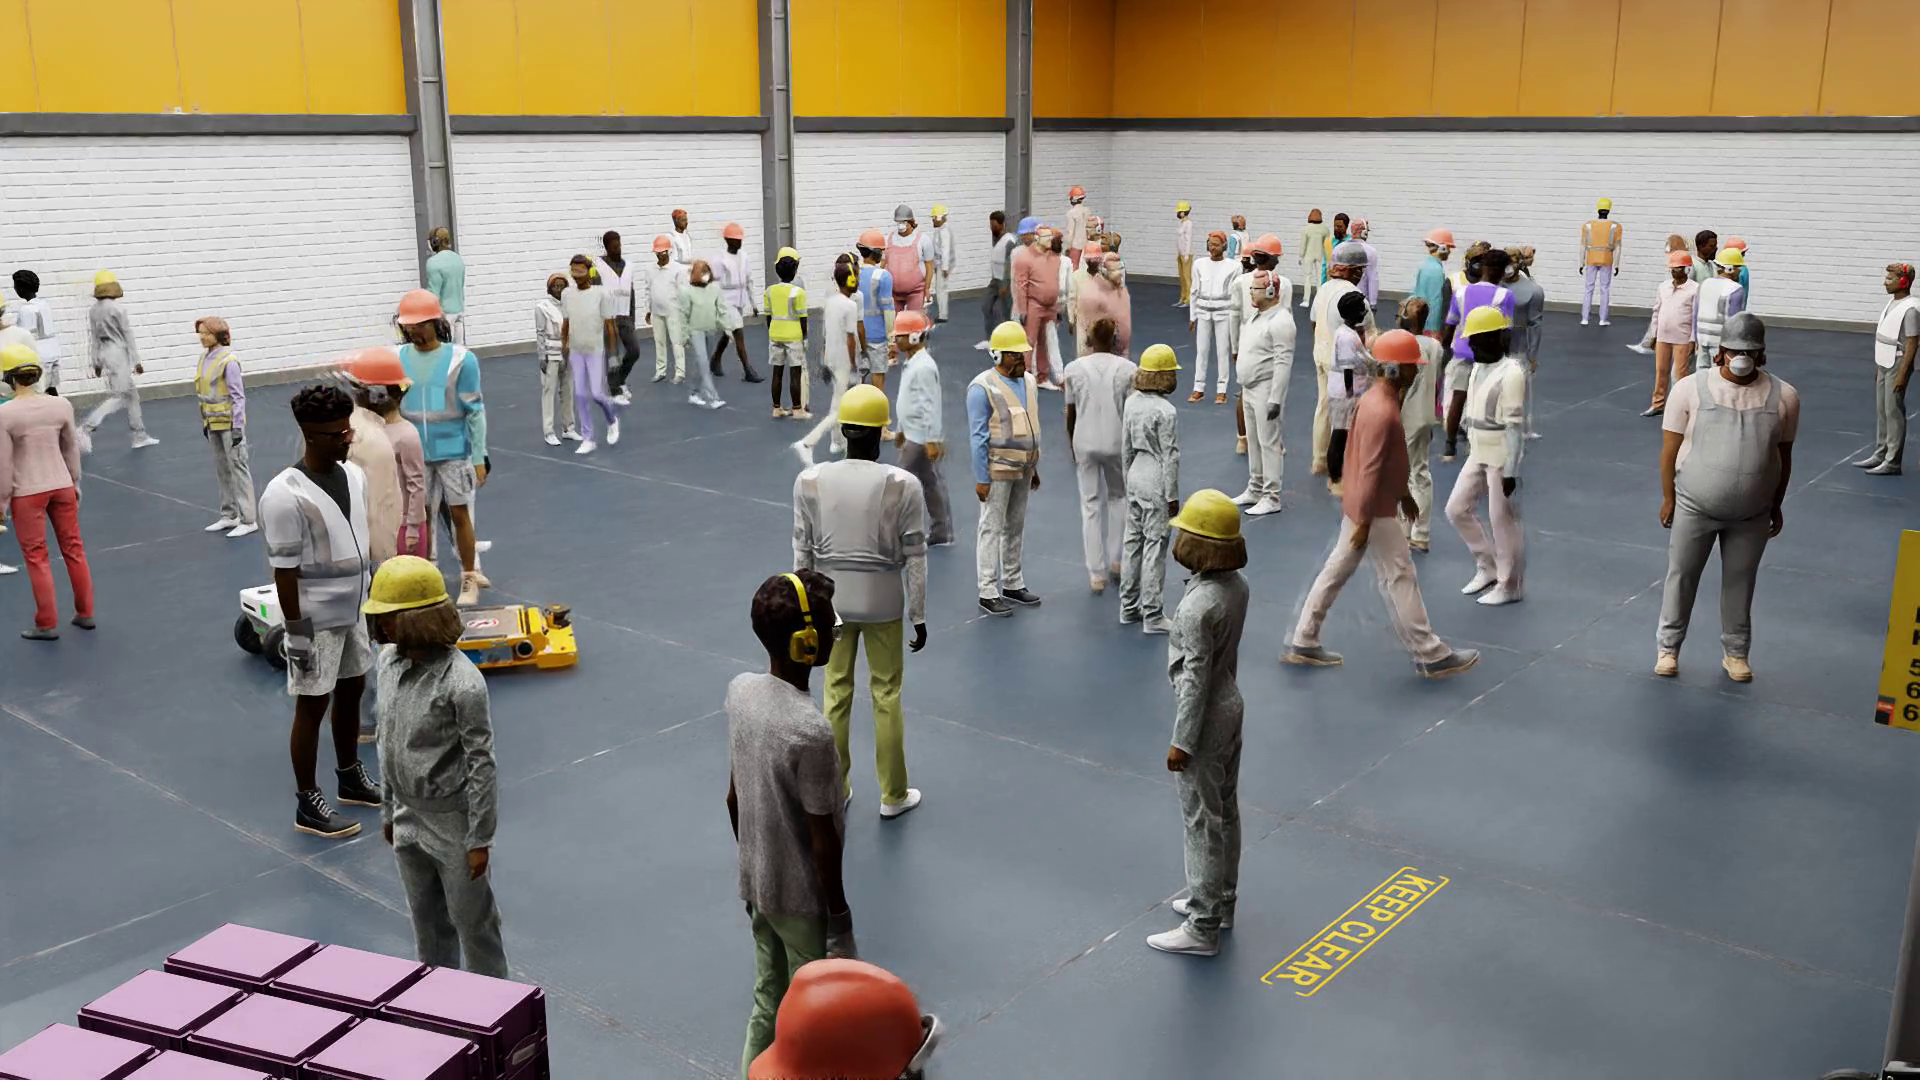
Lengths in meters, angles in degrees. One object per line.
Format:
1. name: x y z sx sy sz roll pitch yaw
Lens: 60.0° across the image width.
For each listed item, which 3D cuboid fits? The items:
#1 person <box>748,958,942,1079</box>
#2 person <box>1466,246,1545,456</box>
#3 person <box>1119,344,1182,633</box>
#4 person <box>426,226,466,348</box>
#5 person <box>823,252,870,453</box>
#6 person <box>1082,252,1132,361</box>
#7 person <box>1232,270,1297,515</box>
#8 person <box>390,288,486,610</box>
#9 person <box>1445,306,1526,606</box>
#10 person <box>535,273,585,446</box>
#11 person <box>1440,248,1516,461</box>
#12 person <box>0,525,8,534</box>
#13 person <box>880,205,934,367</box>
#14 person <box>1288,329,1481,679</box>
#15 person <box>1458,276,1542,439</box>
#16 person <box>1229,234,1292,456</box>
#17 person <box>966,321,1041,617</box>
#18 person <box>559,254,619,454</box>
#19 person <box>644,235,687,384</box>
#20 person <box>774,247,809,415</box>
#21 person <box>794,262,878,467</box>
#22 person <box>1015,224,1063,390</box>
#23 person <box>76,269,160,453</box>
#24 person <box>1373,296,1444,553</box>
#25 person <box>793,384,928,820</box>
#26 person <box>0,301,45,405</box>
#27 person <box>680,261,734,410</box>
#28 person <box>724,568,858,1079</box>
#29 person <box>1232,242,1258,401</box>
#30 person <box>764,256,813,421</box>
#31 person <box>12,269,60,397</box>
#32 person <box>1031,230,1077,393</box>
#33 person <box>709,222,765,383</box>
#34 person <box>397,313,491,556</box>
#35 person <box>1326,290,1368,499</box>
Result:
1. person: -0.145 1.507 2.768 0.378 1.740 0.574 -1 14 -4
2. person: 4.978 -1.714 15.229 0.629 1.940 0.379 6 15 24
3. person: 1.170 -0.312 10.022 0.297 1.743 0.493 -8 16 -28
4. person: -5.631 -2.466 18.266 0.367 1.934 0.630 3 14 14
5. person: -1.032 -1.715 15.374 0.533 1.870 0.315 12 19 40
6. person: 1.325 -1.735 15.439 0.568 1.880 0.653 9 17 32
7. person: 2.365 -1.157 13.071 0.409 1.907 0.649 -3 14 -12
8. person: -3.283 -0.553 10.384 0.616 2.041 0.397 0 14 1
9. person: 3.379 -0.524 10.548 0.490 1.895 0.721 -2 14 -9
10. person: -3.834 -1.737 15.935 0.315 1.636 0.514 10 17 35
11. person: 4.711 -1.687 15.164 0.687 1.962 0.565 11 18 38
12. person: -7.268 -0.823 12.163 0.318 1.697 0.534 -4 15 -16
13. person: -0.698 -3.181 20.884 0.689 2.000 0.538 4 15 14
14. person: 2.347 -0.196 9.184 1.051 1.935 0.623 2 14 8
15. person: 5.237 -1.746 16.045 0.846 1.596 0.535 -4 14 -14
16. person: 2.764 -1.771 15.246 0.609 2.043 0.397 11 18 37
17. person: 0.301 -0.450 10.394 0.404 1.832 0.594 11 18 38
18. person: -3.464 -1.741 15.509 0.532 1.852 0.476 4 15 15
19. person: -3.481 -2.718 19.636 0.568 1.744 0.349 6 15 24
20. person: -1.768 -2.195 17.517 0.341 1.760 0.525 1 14 4
21. person: -1.097 -1.527 14.694 0.759 1.841 0.550 -8 16 -28
22. person: 0.929 -2.638 18.983 0.642 1.912 0.399 -11 18 -38
23. person: -7.955 -1.663 15.520 0.481 1.696 0.781 10 17 34
24. person: 3.172 -0.794 11.742 0.508 1.844 0.332 -11 18 -36
25. person: -0.425 0.278 7.294 0.593 1.925 0.384 3 14 12
26. person: -7.591 -1.099 13.176 0.550 1.748 0.627 -2 14 -9
27. person: -2.727 -2.199 17.867 0.518 1.585 0.843 -13 19 -42
28. person: -0.442 0.991 4.584 0.326 1.861 0.518 -11 18 -37
29. person: 3.205 -2.403 18.357 0.342 1.751 0.563 0 14 1
30. person: -1.777 -2.076 17.166 0.535 1.697 0.318 8 16 30
31. person: -8.686 -1.704 15.704 0.323 1.686 0.538 -2 14 -8
32. person: 1.065 -2.634 19.139 0.582 1.836 0.987 -10 17 -36
33. person: -2.747 -2.852 19.894 1.035 1.885 0.560 11 18 37
34. person: -3.708 -0.709 11.461 0.543 1.824 0.925 14 19 43
35. person: 3.168 -1.190 13.626 0.318 1.697 0.533 2 14 8
